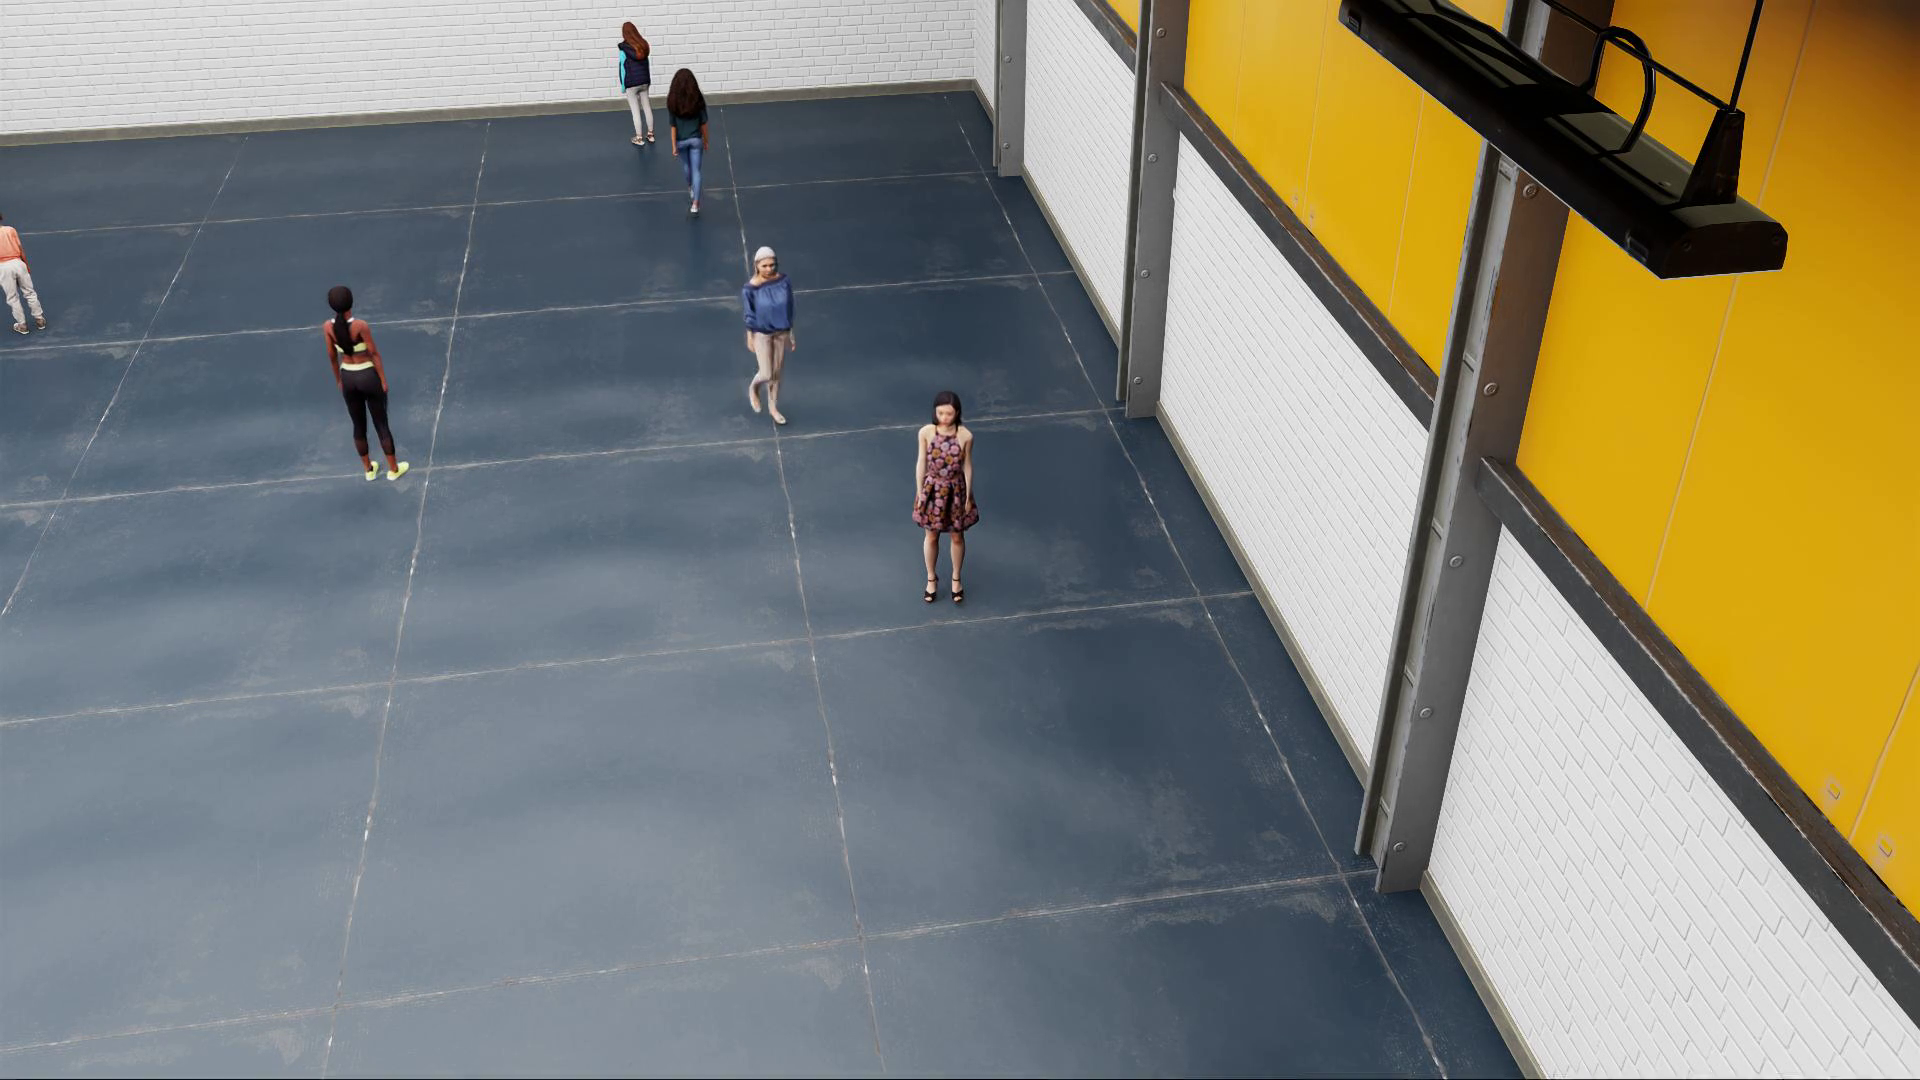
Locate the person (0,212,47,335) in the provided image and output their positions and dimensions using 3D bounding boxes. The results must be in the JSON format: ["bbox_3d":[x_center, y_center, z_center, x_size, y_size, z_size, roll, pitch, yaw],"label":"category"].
[{"bbox_3d":[-9.268,-2.653,16.241,0.571,1.308,0.607,-26,41,-33],"label":"person"}]

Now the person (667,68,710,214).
[{"bbox_3d":[-3.028,-4.435,18.683,0.670,1.573,1.127,-2,34,-4],"label":"person"}]

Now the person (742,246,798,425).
[{"bbox_3d":[-1.706,-1.831,14.662,0.741,1.685,0.816,-17,37,-24],"label":"person"}]

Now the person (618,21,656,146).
[{"bbox_3d":[-4.004,-5.661,20.592,0.681,1.500,0.718,-25,41,-33],"label":"person"}]

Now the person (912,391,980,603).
[{"bbox_3d":[-0.109,-0.310,12.292,0.723,1.777,0.736,1,34,2],"label":"person"}]

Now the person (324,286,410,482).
[{"bbox_3d":[-4.969,-1.281,13.774,0.612,1.754,0.582,2,34,2],"label":"person"}]
